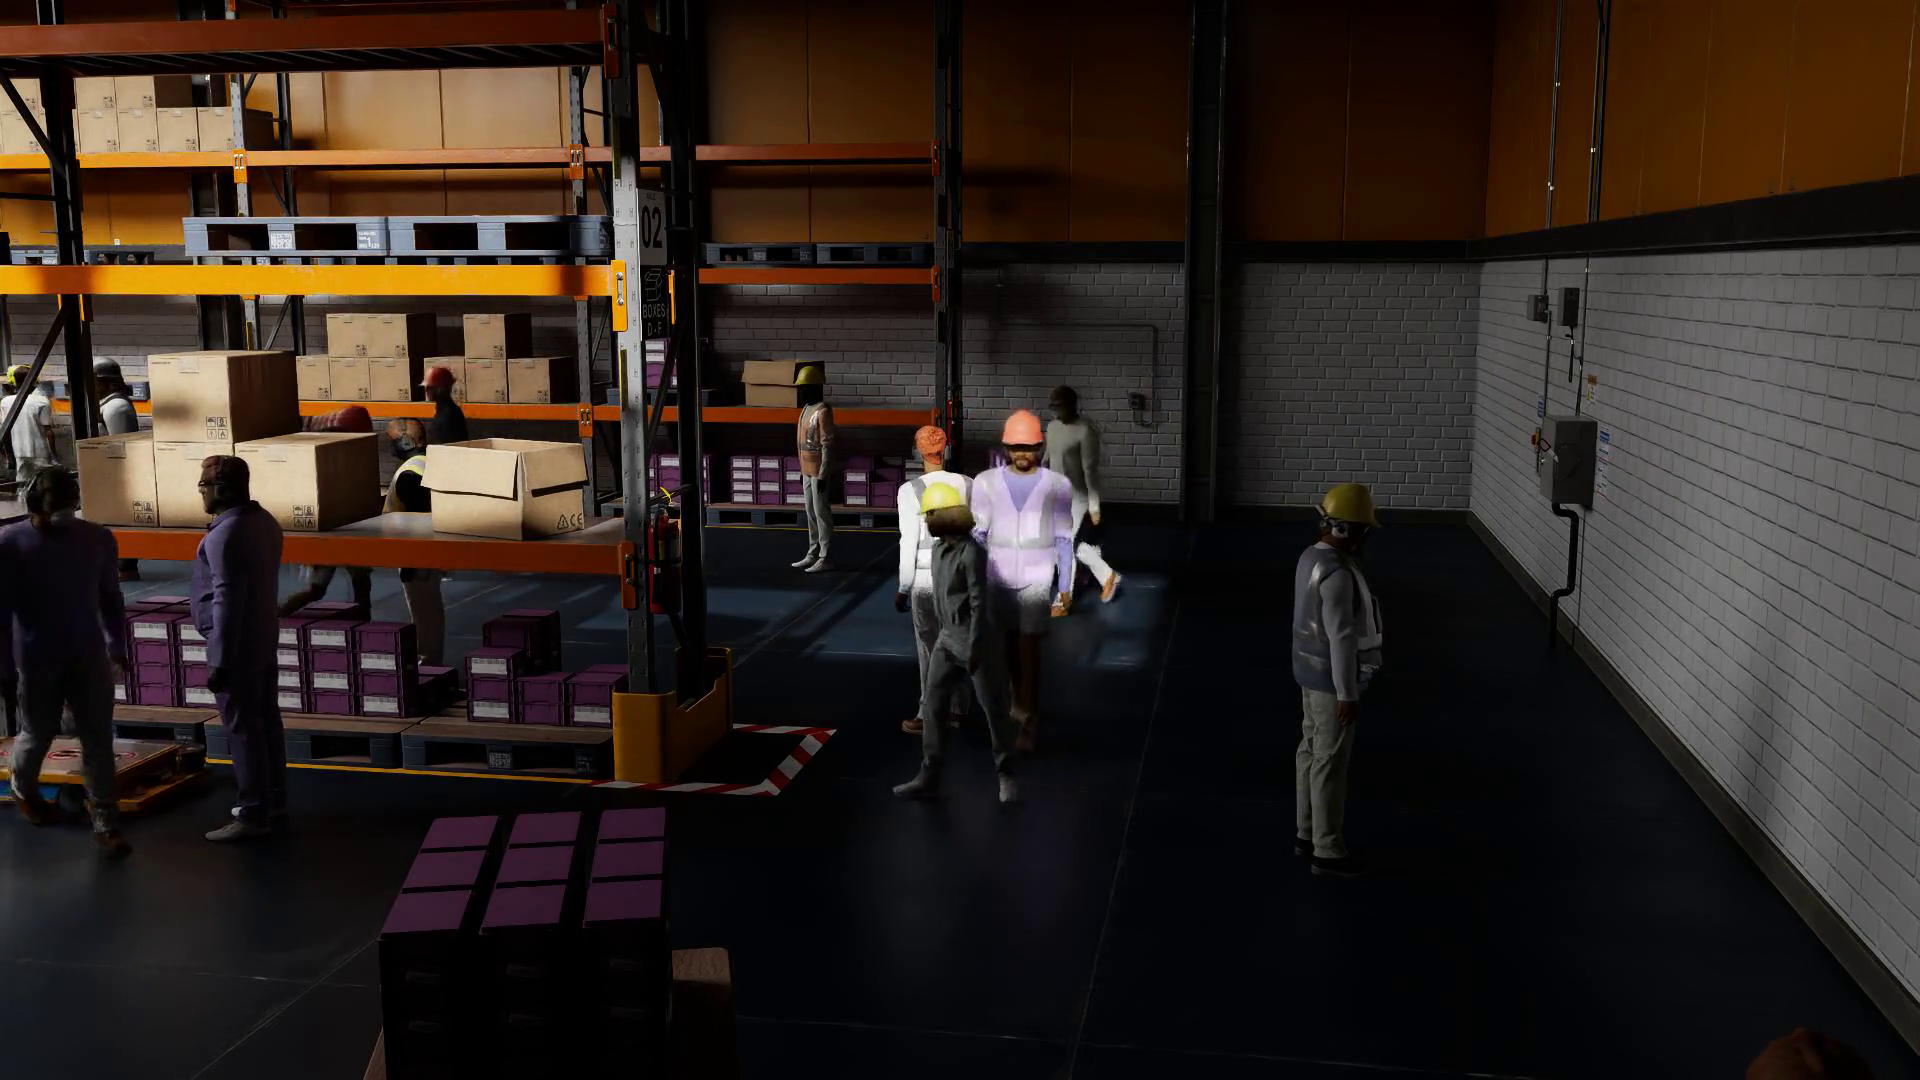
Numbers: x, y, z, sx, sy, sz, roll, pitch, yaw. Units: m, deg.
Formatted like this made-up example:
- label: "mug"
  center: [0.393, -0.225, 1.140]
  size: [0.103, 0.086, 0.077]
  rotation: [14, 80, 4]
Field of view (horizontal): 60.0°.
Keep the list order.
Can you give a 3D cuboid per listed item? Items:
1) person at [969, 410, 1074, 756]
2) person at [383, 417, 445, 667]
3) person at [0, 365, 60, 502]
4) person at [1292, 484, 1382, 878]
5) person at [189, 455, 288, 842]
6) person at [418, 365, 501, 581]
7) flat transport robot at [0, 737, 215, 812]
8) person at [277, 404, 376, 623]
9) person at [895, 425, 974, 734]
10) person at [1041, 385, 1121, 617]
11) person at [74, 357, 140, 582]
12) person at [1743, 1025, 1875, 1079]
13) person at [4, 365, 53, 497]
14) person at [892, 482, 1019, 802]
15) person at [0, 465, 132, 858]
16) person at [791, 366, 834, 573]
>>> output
- label: "person"
  center: [0.364, 0.206, 9.976]
  size: [0.627, 1.998, 1.037]
  rotation: [2, 9, 9]
- label: "person"
  center: [-3.652, 0.089, 11.159]
  size: [0.429, 1.841, 0.621]
  rotation: [-1, 9, -8]
- label: "person"
  center: [-9.352, -0.829, 16.769]
  size: [0.531, 1.867, 0.316]
  rotation: [0, 9, -2]
- label: "person"
  center: [1.757, 0.644, 7.766]
  size: [0.403, 1.822, 0.588]
  rotation: [0, 9, -2]
- label: "person"
  center: [-3.578, 0.527, 8.236]
  size: [0.409, 1.905, 0.651]
  rotation: [-1, 9, -4]
- label: "person"
  center: [-4.521, -0.593, 14.988]
  size: [0.783, 1.973, 0.619]
  rotation: [-5, 11, -30]
- label: "flat transport robot"
  center: [-4.840, 1.235, 8.899]
  size: [1.431, 0.197, 0.652]
  rotation: [1, 9, 9]
- label: "person"
  center: [-4.550, -0.038, 11.865]
  size: [0.958, 1.883, 0.571]
  rotation: [2, 9, 13]
- label: "person"
  center: [-0.148, 0.247, 10.040]
  size: [0.575, 1.882, 0.361]
  rotation: [-8, 12, -39]
- label: "person"
  center: [1.000, -0.340, 13.708]
  size: [0.849, 1.899, 0.627]
  rotation: [-5, 10, -26]
- label: "person"
  center: [-7.712, -0.642, 15.068]
  size: [0.537, 2.000, 0.683]
  rotation: [-5, 10, -27]
- label: "person"
  center: [1.321, 1.559, 2.696]
  size: [0.502, 1.627, 0.273]
  rotation: [4, 10, 21]
- label: "person"
  center: [-10.198, -1.060, 18.477]
  size: [0.821, 1.790, 0.583]
  rotation: [-6, 11, -35]
- label: "person"
  center: [0.017, 0.542, 8.772]
  size: [0.627, 1.700, 0.509]
  rotation: [-6, 11, -34]
- label: "person"
  center: [-4.408, 0.562, 8.094]
  size: [0.931, 1.905, 0.669]
  rotation: [8, 12, 40]
- label: "person"
  center: [-1.365, -0.658, 15.516]
  size: [0.367, 1.927, 0.590]
  rotation: [-4, 10, -26]
